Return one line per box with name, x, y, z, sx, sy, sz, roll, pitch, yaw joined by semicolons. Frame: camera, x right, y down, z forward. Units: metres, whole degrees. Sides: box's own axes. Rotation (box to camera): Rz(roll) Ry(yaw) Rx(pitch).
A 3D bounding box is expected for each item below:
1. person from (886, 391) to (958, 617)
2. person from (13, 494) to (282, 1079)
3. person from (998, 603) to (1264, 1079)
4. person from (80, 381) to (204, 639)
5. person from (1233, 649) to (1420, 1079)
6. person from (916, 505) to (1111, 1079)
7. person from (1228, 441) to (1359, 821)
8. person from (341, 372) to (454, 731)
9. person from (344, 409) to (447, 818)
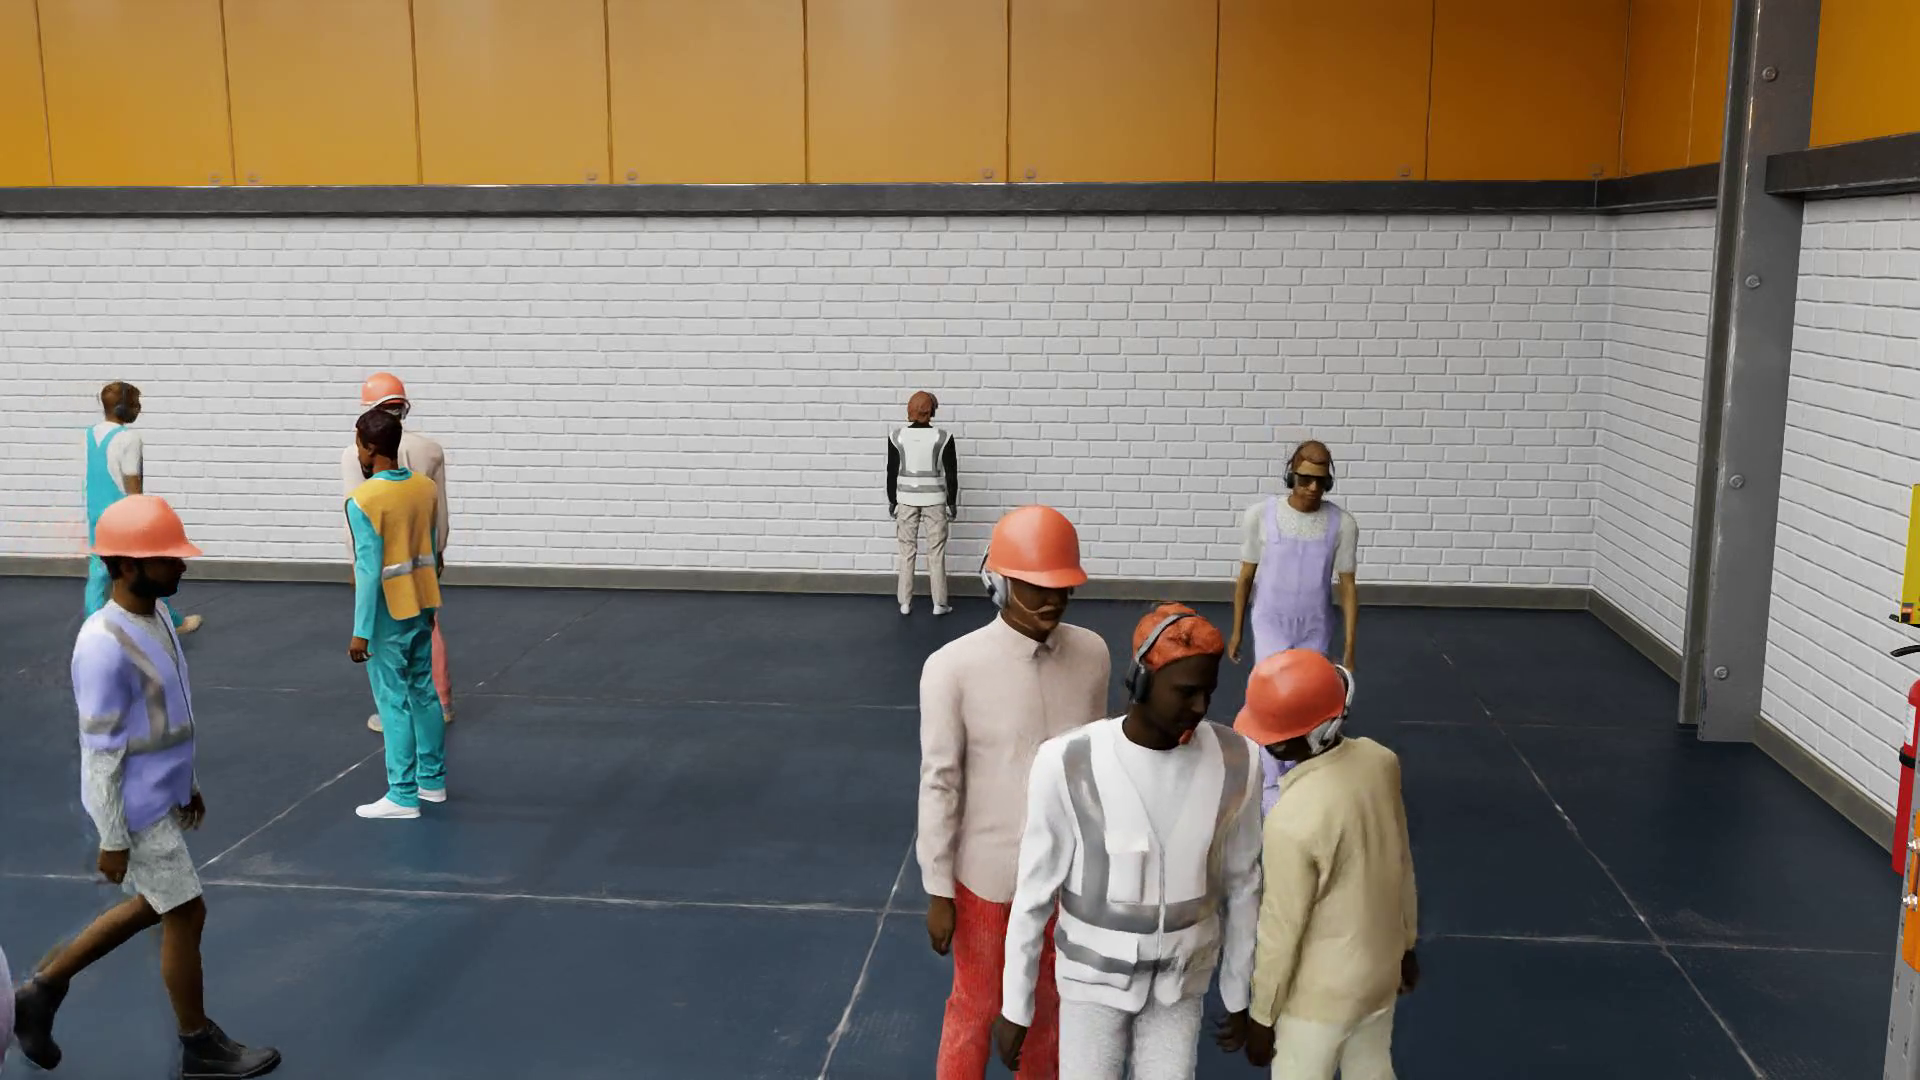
person;-0.273;-0.257;12.029;0.525;1.639;0.307;2;10;10
person;-2.635;0.801;5.190;0.785;1.918;0.548;-2;10;-13
person;0.377;1.032;4.030;0.644;1.858;0.612;-2;10;-14
person;-5.404;-0.137;10.871;0.511;1.794;0.906;3;10;16
person;0.953;1.079;4.206;0.343;1.707;0.696;9;13;42
person;0.173;0.885;4.482;0.622;1.990;0.402;-7;12;-33
person;1.501;0.459;7.452;0.549;1.809;0.766;1;10;4
person;-3.120;0.070;9.195;0.417;1.983;0.616;8;13;40
person;-2.631;0.347;7.781;0.377;1.916;0.600;3;10;15
